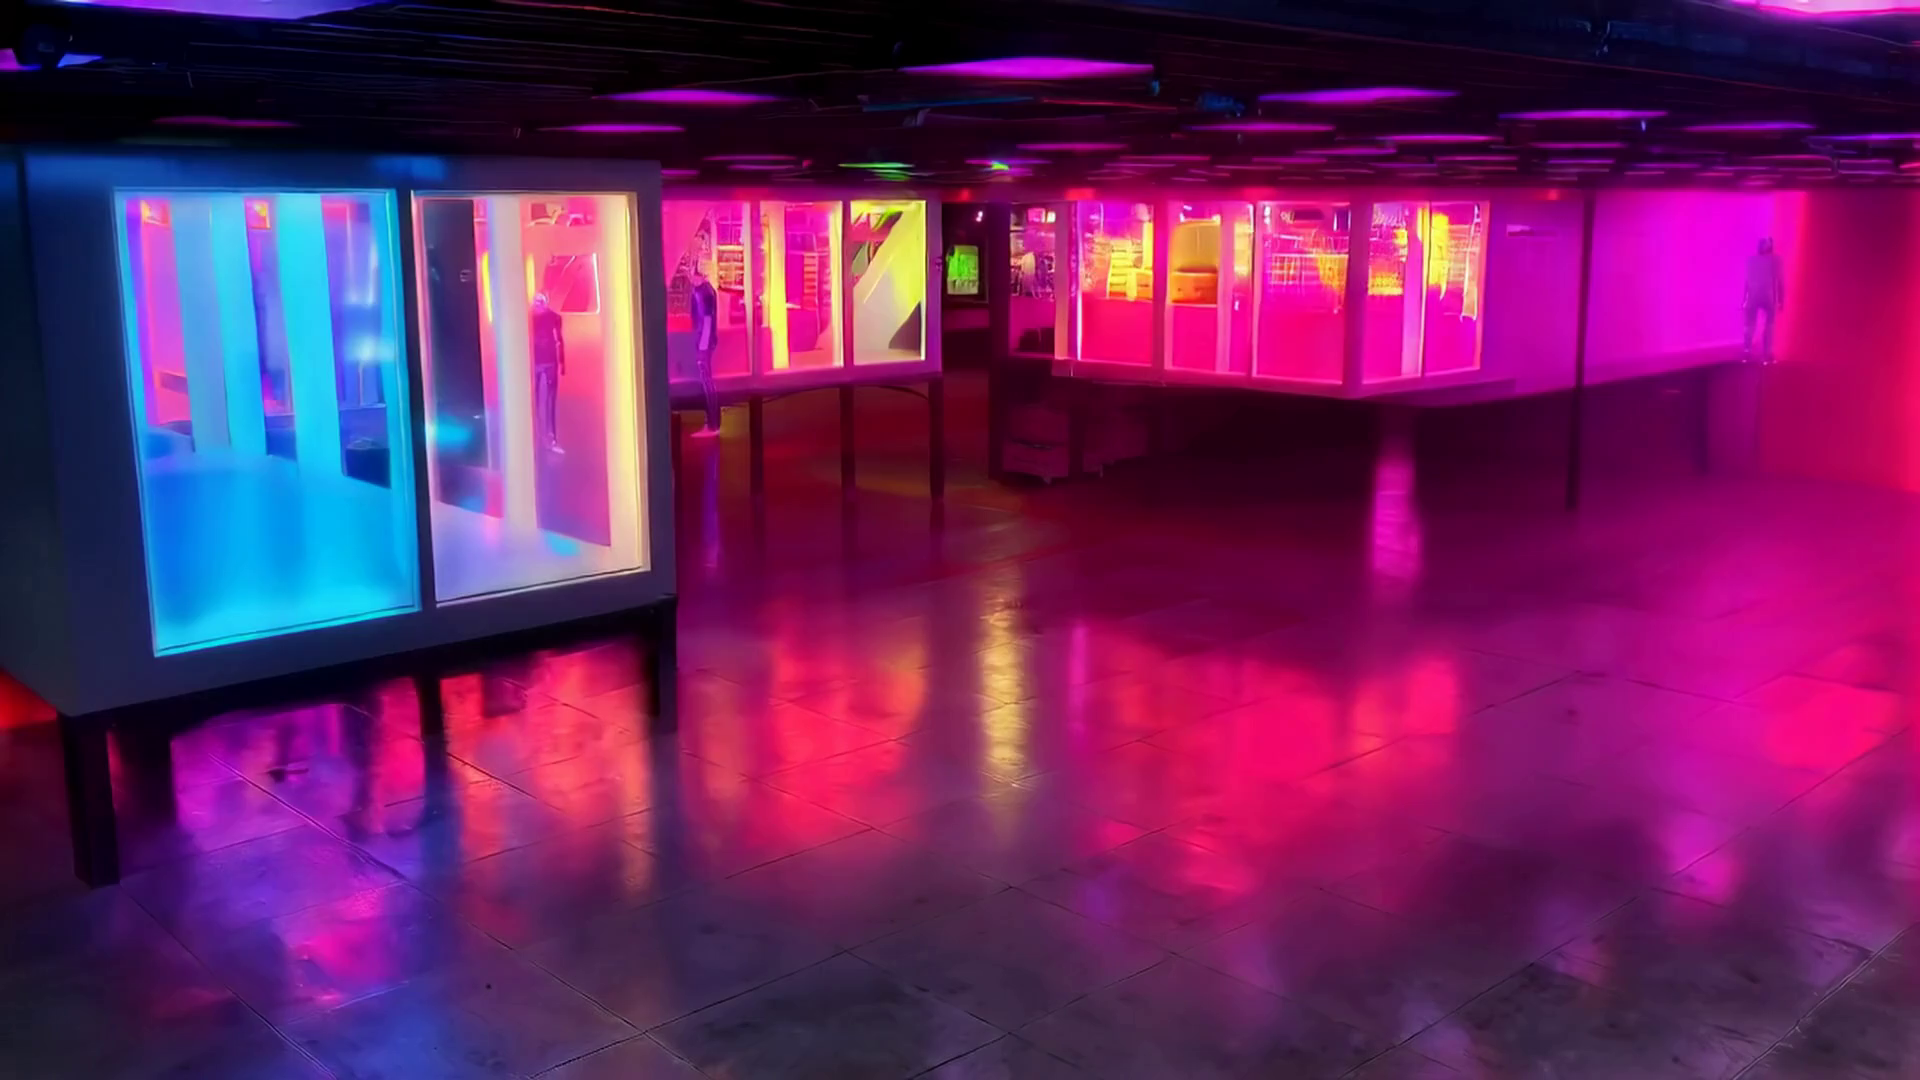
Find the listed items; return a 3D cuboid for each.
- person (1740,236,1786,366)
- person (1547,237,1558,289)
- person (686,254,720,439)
[{"bbox_3d":[11.933,-3.549,24.733,0.641,1.913,0.408,10,15,42],"label":"person"},{"bbox_3d":[10.691,-4.520,29.727,0.602,1.859,0.596,-6,13,-27],"label":"person"},{"bbox_3d":[-2.609,-1.952,16.844,0.334,1.873,0.517,-1,11,-3],"label":"person"}]
